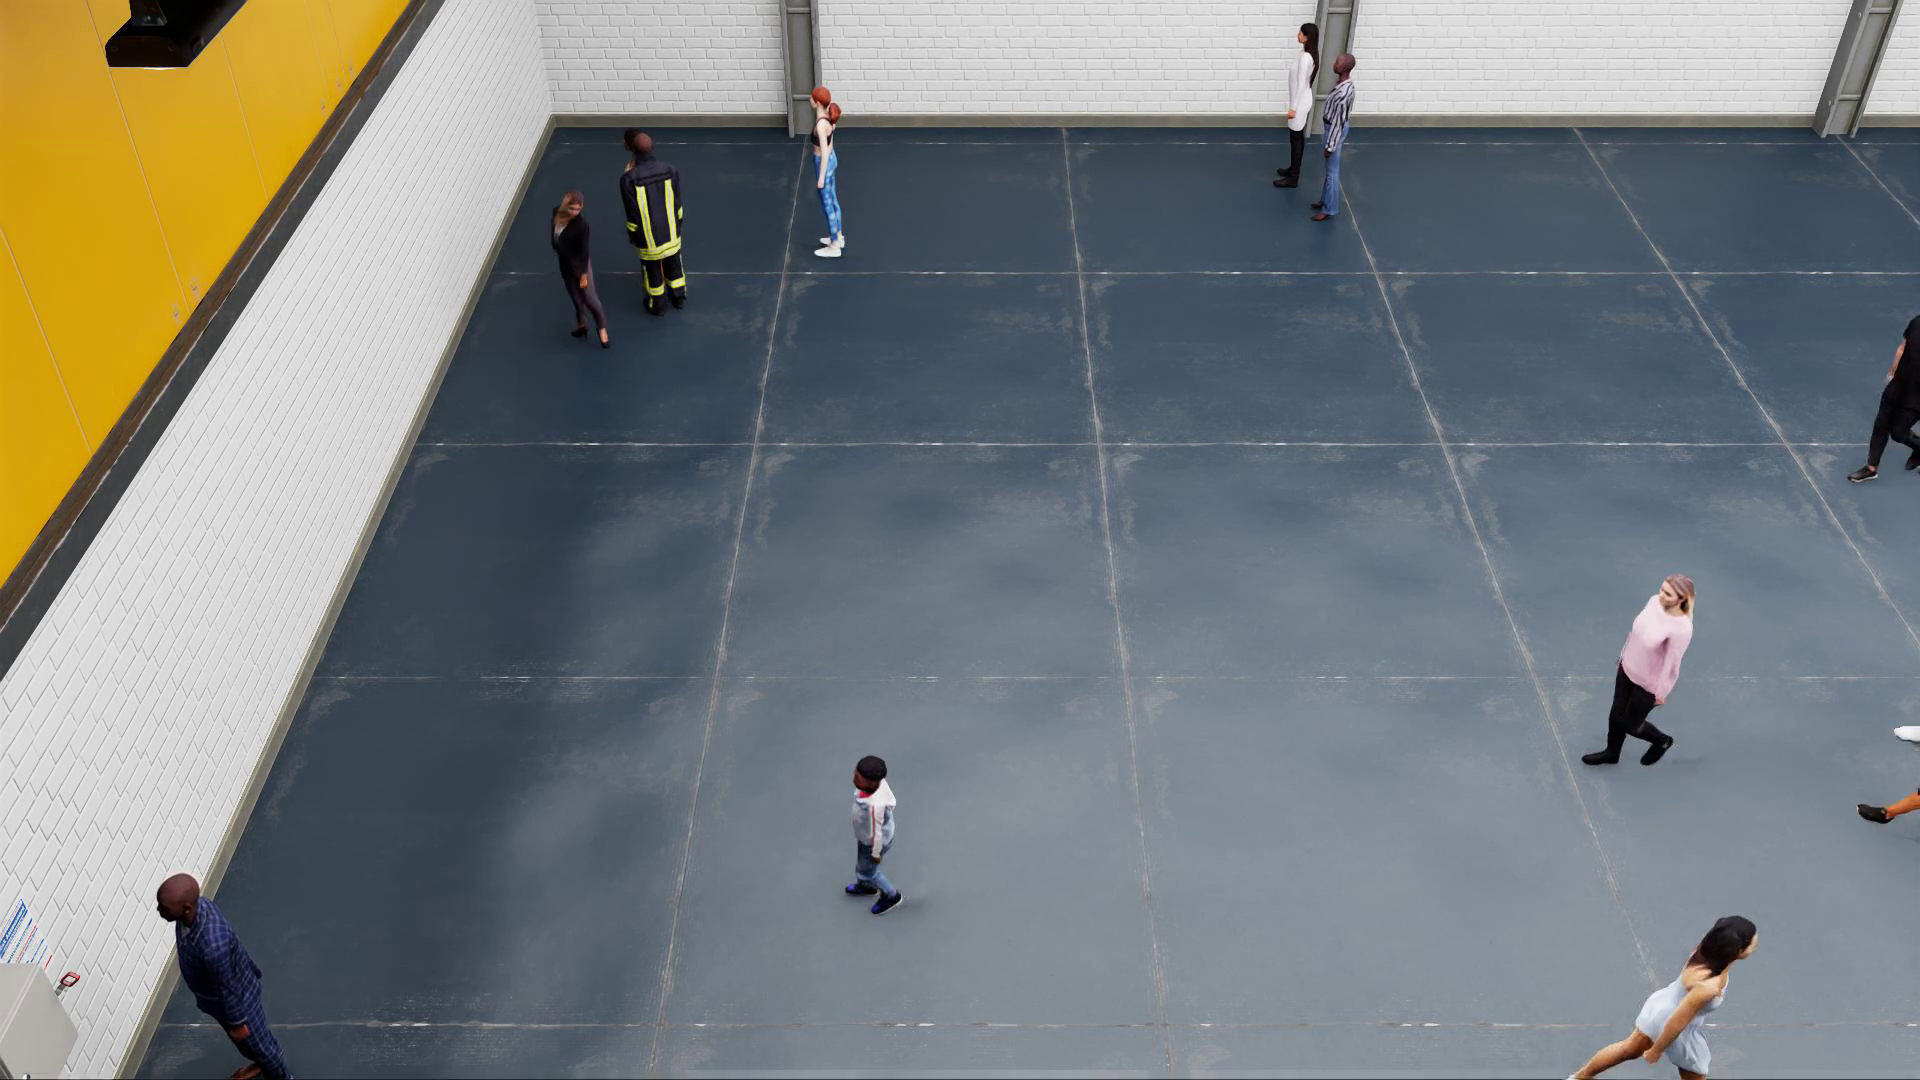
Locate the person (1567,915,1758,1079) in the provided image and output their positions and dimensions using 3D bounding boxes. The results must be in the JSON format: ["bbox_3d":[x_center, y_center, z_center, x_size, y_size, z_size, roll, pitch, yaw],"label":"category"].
[{"bbox_3d":[3.719,2.573,8.899,1.180,1.680,0.861,17,42,20],"label":"person"}]

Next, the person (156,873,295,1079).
[{"bbox_3d":[-3.952,2.419,8.981,0.804,1.817,0.750,-30,48,-32],"label":"person"}]

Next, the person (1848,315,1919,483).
[{"bbox_3d":[7.830,-1.264,13.566,0.998,1.850,0.829,-10,40,-13],"label":"person"}]

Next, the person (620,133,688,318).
[{"bbox_3d":[-2.894,-3.006,15.771,0.807,1.822,0.921,-20,43,-24],"label":"person"}]

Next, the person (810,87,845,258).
[{"bbox_3d":[-1.345,-3.685,16.650,0.598,1.784,0.607,6,39,8],"label":"person"}]

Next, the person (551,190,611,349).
[{"bbox_3d":[-3.557,-2.542,15.337,0.798,1.637,0.727,-22,44,-26],"label":"person"}]

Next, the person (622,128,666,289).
[{"bbox_3d":[-3.070,-3.246,16.212,0.534,1.645,0.660,-2,39,-3],"label":"person"}]

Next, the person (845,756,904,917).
[{"bbox_3d":[-0.498,1.790,10.218,0.579,1.255,0.489,0,39,-1],"label":"person"}]

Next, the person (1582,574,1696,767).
[{"bbox_3d":[4.609,0.885,11.017,0.836,1.674,0.674,-5,39,-7],"label":"person"}]

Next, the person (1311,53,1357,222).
[{"bbox_3d":[3.901,-4.191,17.275,0.593,1.796,0.661,8,39,9],"label":"person"}]

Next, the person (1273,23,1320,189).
[{"bbox_3d":[3.660,-4.677,17.873,0.641,1.808,0.673,12,40,15],"label":"person"}]
